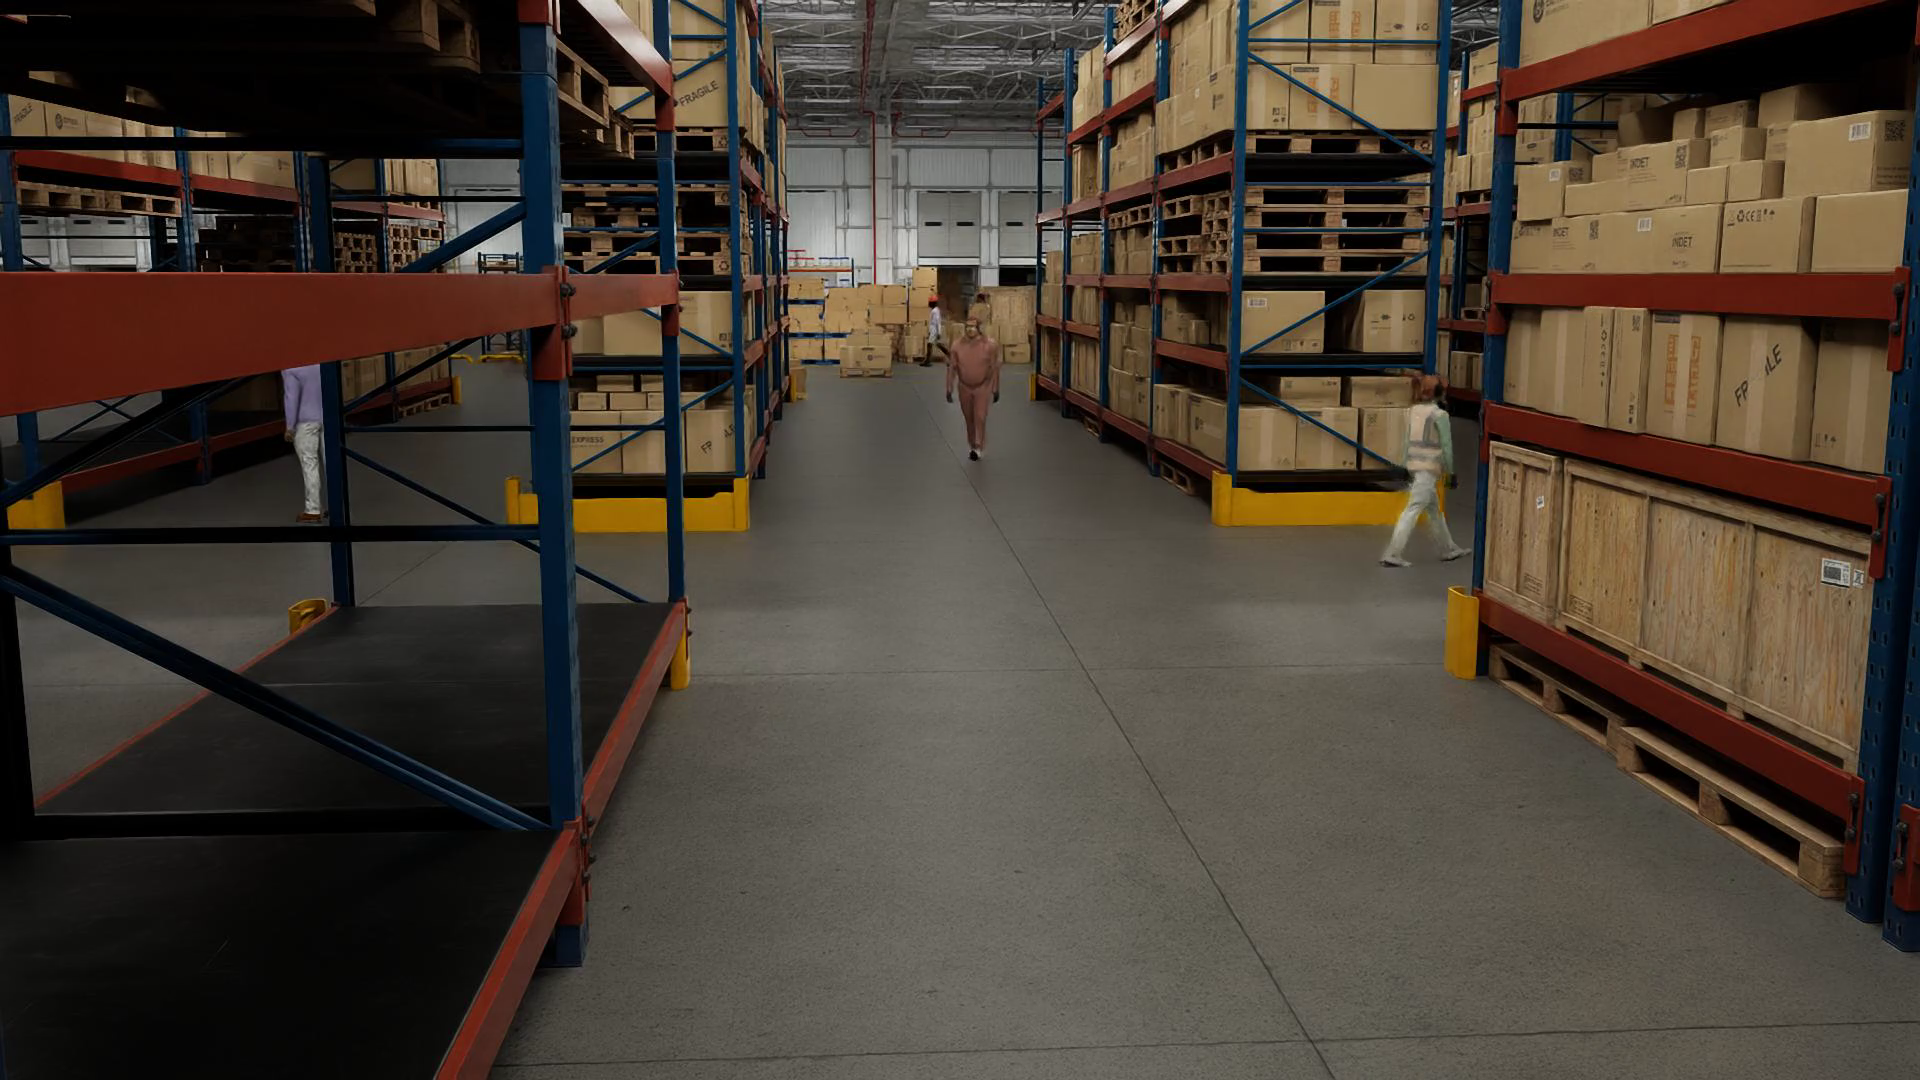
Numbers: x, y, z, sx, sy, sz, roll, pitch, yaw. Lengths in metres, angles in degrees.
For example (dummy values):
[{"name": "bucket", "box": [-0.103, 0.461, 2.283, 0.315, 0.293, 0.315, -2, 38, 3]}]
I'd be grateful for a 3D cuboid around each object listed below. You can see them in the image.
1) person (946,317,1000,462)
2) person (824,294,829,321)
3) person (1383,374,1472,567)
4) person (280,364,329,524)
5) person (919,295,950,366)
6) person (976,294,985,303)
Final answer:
[{"name": "person", "box": [0.144, -1.951, 21.562, 0.676, 1.852, 0.985, 2, 9, 13]}, {"name": "person", "box": [-3.941, -6.536, 50.409, 0.326, 1.843, 0.516, 2, 9, 13]}, {"name": "person", "box": [3.883, -0.569, 13.742, 0.888, 1.588, 0.546, -2, 9, -14]}, {"name": "person", "box": [-6.279, -1.122, 16.148, 0.376, 1.931, 0.629, 6, 11, 35]}, {"name": "person", "box": [-0.583, -5.505, 43.785, 0.918, 1.910, 0.561, 0, 9, 0]}, {"name": "person", "box": [0.669, -6.231, 48.453, 1.041, 1.867, 0.607, 0, 9, 1]}]
